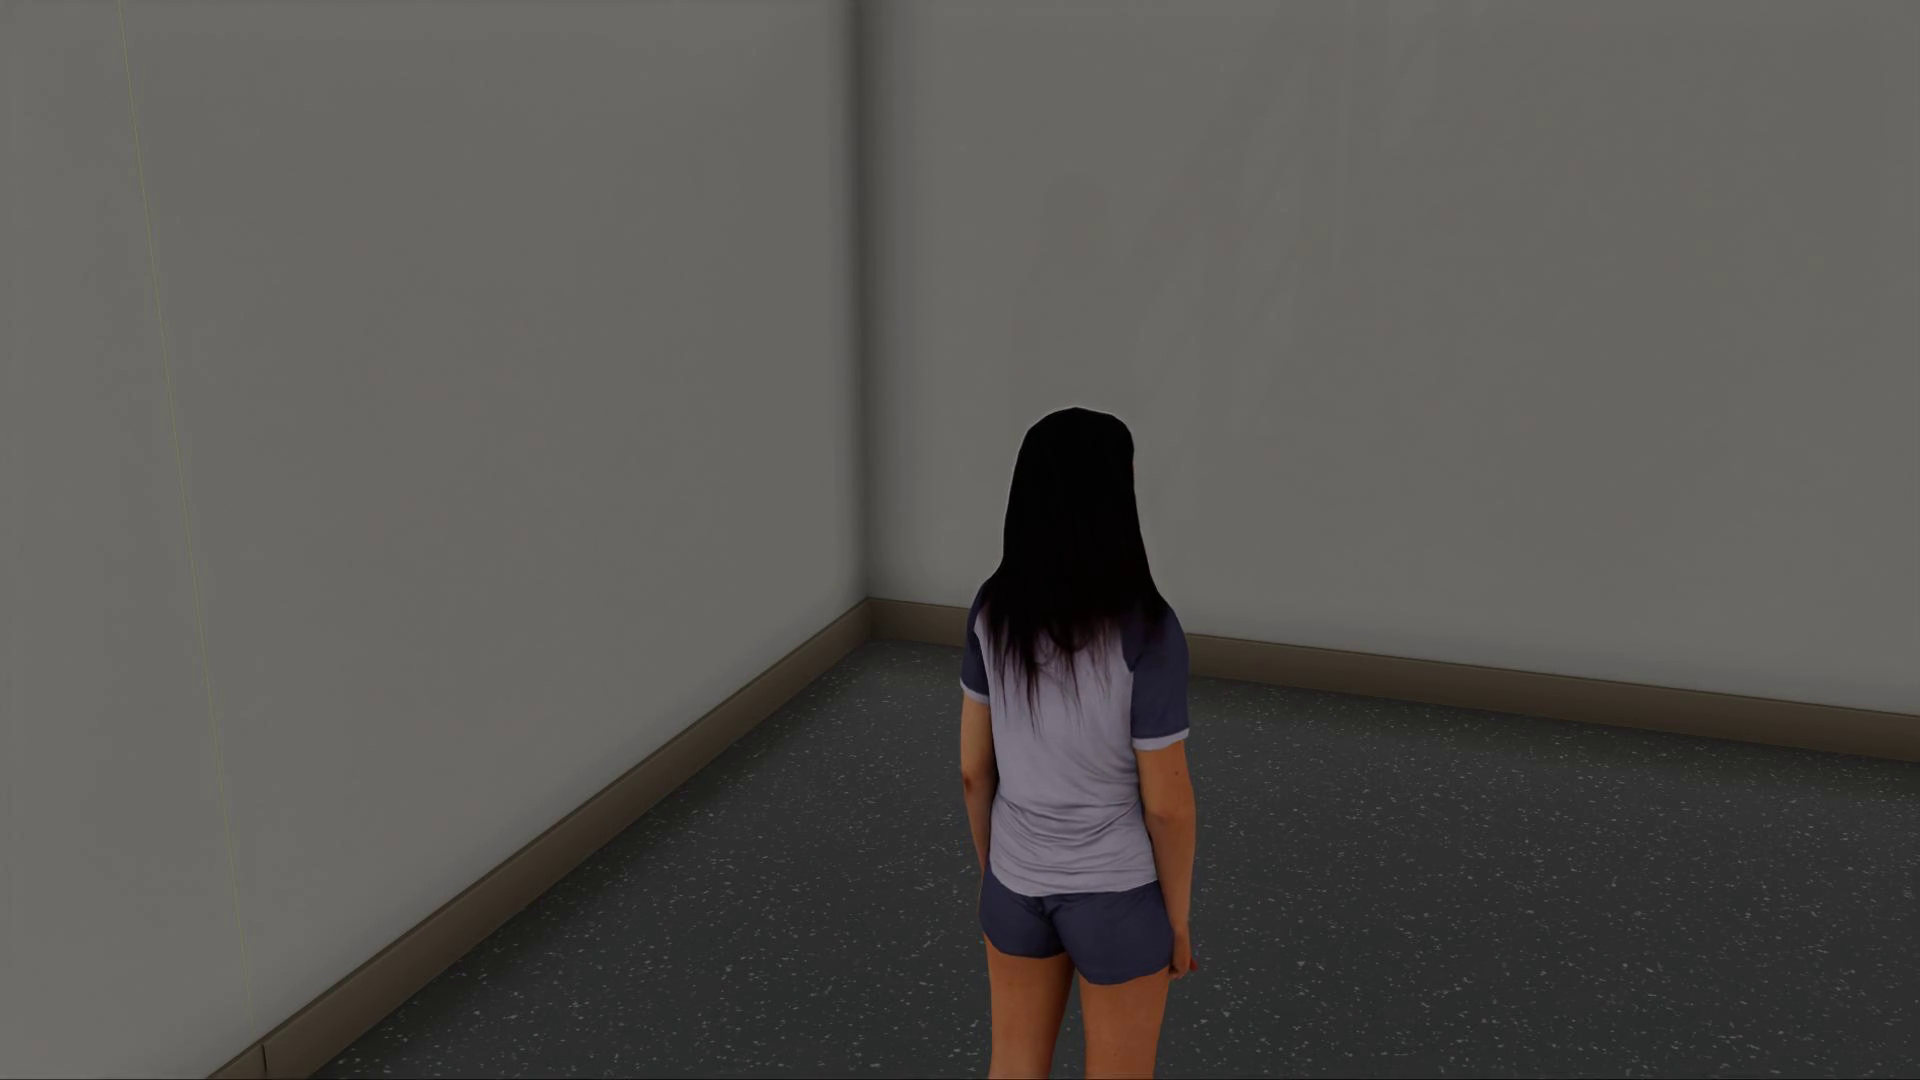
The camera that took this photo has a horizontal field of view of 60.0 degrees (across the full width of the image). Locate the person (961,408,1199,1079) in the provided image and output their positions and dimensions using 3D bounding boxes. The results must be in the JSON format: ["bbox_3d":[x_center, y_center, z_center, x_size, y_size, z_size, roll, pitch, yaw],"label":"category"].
[{"bbox_3d":[0.202,0.618,2.921,0.618,1.734,0.566,9,18,29],"label":"person"}]
